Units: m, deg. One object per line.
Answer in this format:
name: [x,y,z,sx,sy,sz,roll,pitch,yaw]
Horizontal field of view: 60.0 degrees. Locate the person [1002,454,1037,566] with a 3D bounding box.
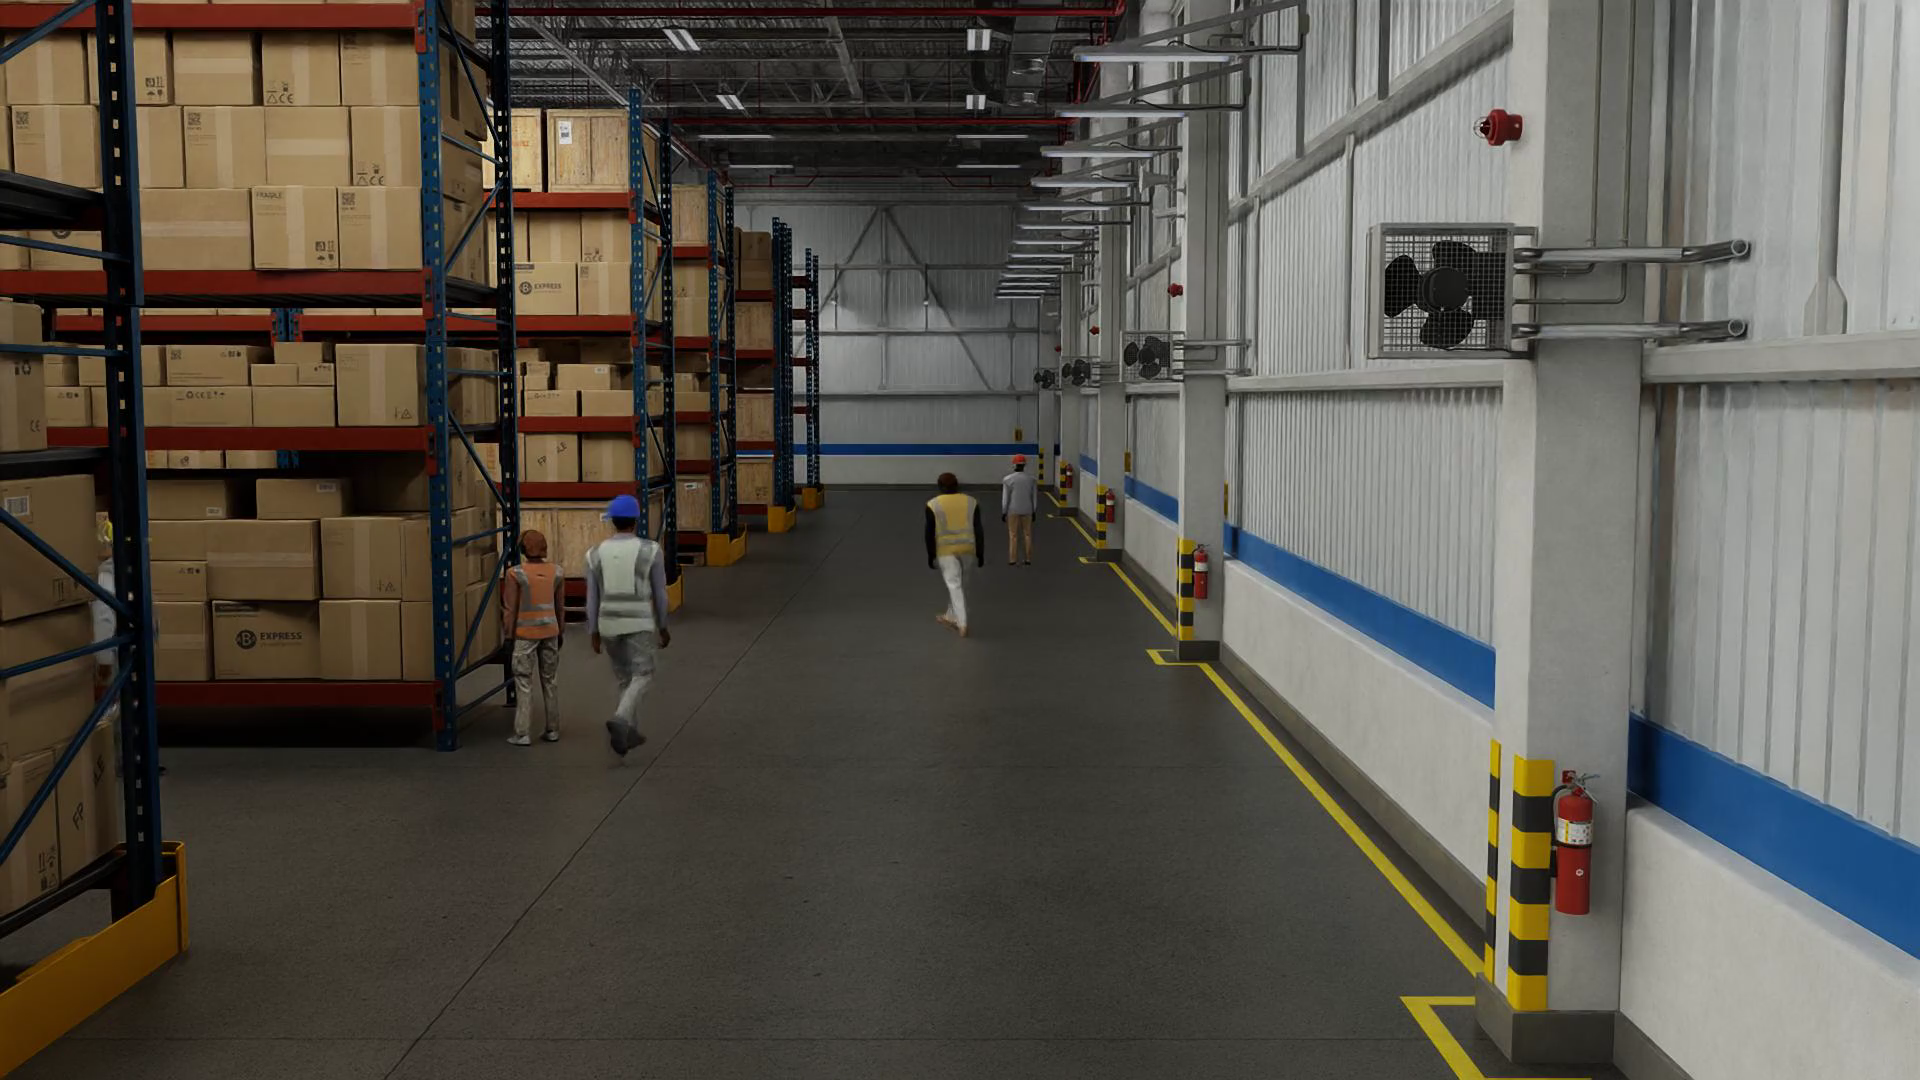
person: [0.927,-0.444,25.762,0.581,1.748,0.485,-1,5,-14]

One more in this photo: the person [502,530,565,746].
person: [-3.208,0.734,12.564,0.318,1.631,0.524,5,7,43]

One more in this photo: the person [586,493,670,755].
person: [-2.456,0.622,12.159,0.617,1.927,0.770,1,5,13]

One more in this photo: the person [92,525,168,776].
person: [-5.745,0.743,11.369,0.511,1.821,0.596,-1,5,-7]

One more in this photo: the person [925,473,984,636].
person: [-0.063,0.155,18.429,0.643,1.795,0.903,-2,5,-21]
